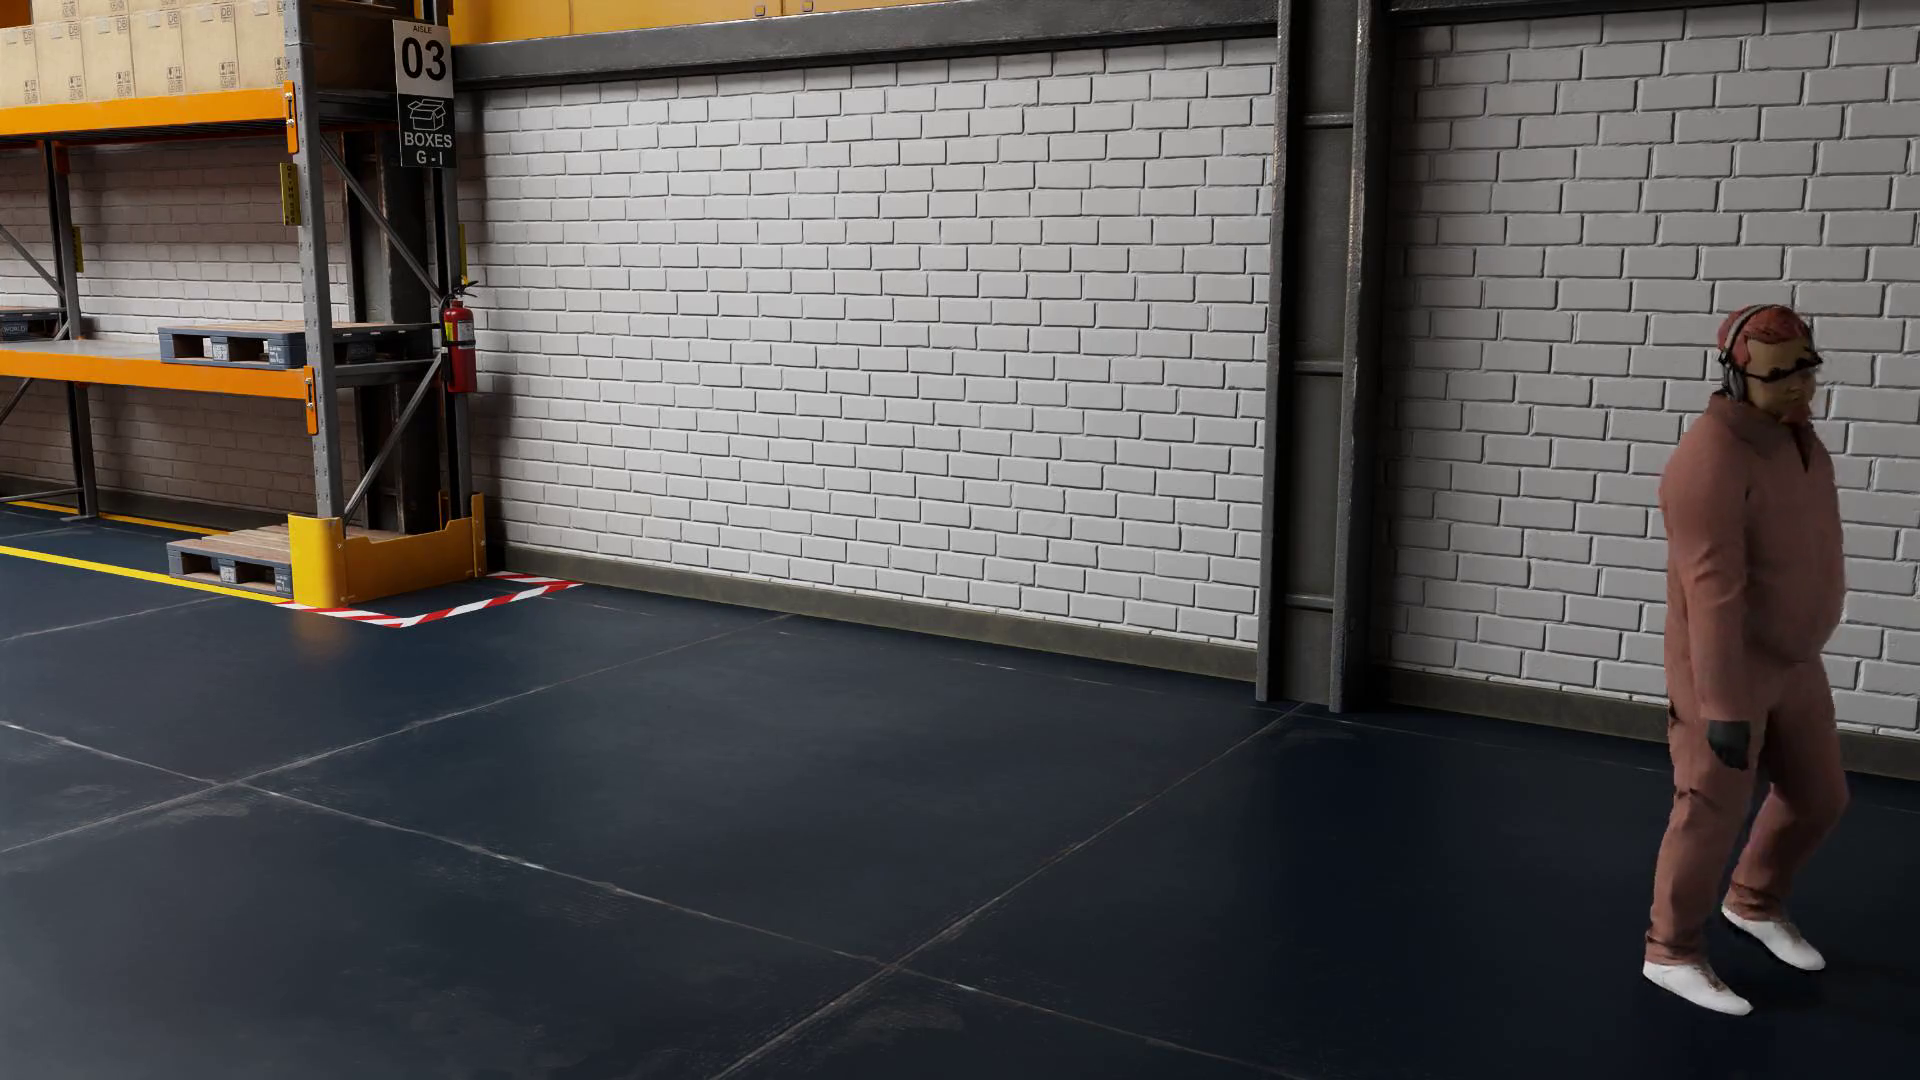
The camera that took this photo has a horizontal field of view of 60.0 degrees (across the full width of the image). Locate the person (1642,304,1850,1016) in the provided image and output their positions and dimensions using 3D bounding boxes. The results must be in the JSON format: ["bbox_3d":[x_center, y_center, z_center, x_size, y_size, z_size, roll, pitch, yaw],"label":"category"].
[{"bbox_3d":[2.035,0.334,4.291,0.739,1.874,0.428,-8,13,-38],"label":"person"}]
